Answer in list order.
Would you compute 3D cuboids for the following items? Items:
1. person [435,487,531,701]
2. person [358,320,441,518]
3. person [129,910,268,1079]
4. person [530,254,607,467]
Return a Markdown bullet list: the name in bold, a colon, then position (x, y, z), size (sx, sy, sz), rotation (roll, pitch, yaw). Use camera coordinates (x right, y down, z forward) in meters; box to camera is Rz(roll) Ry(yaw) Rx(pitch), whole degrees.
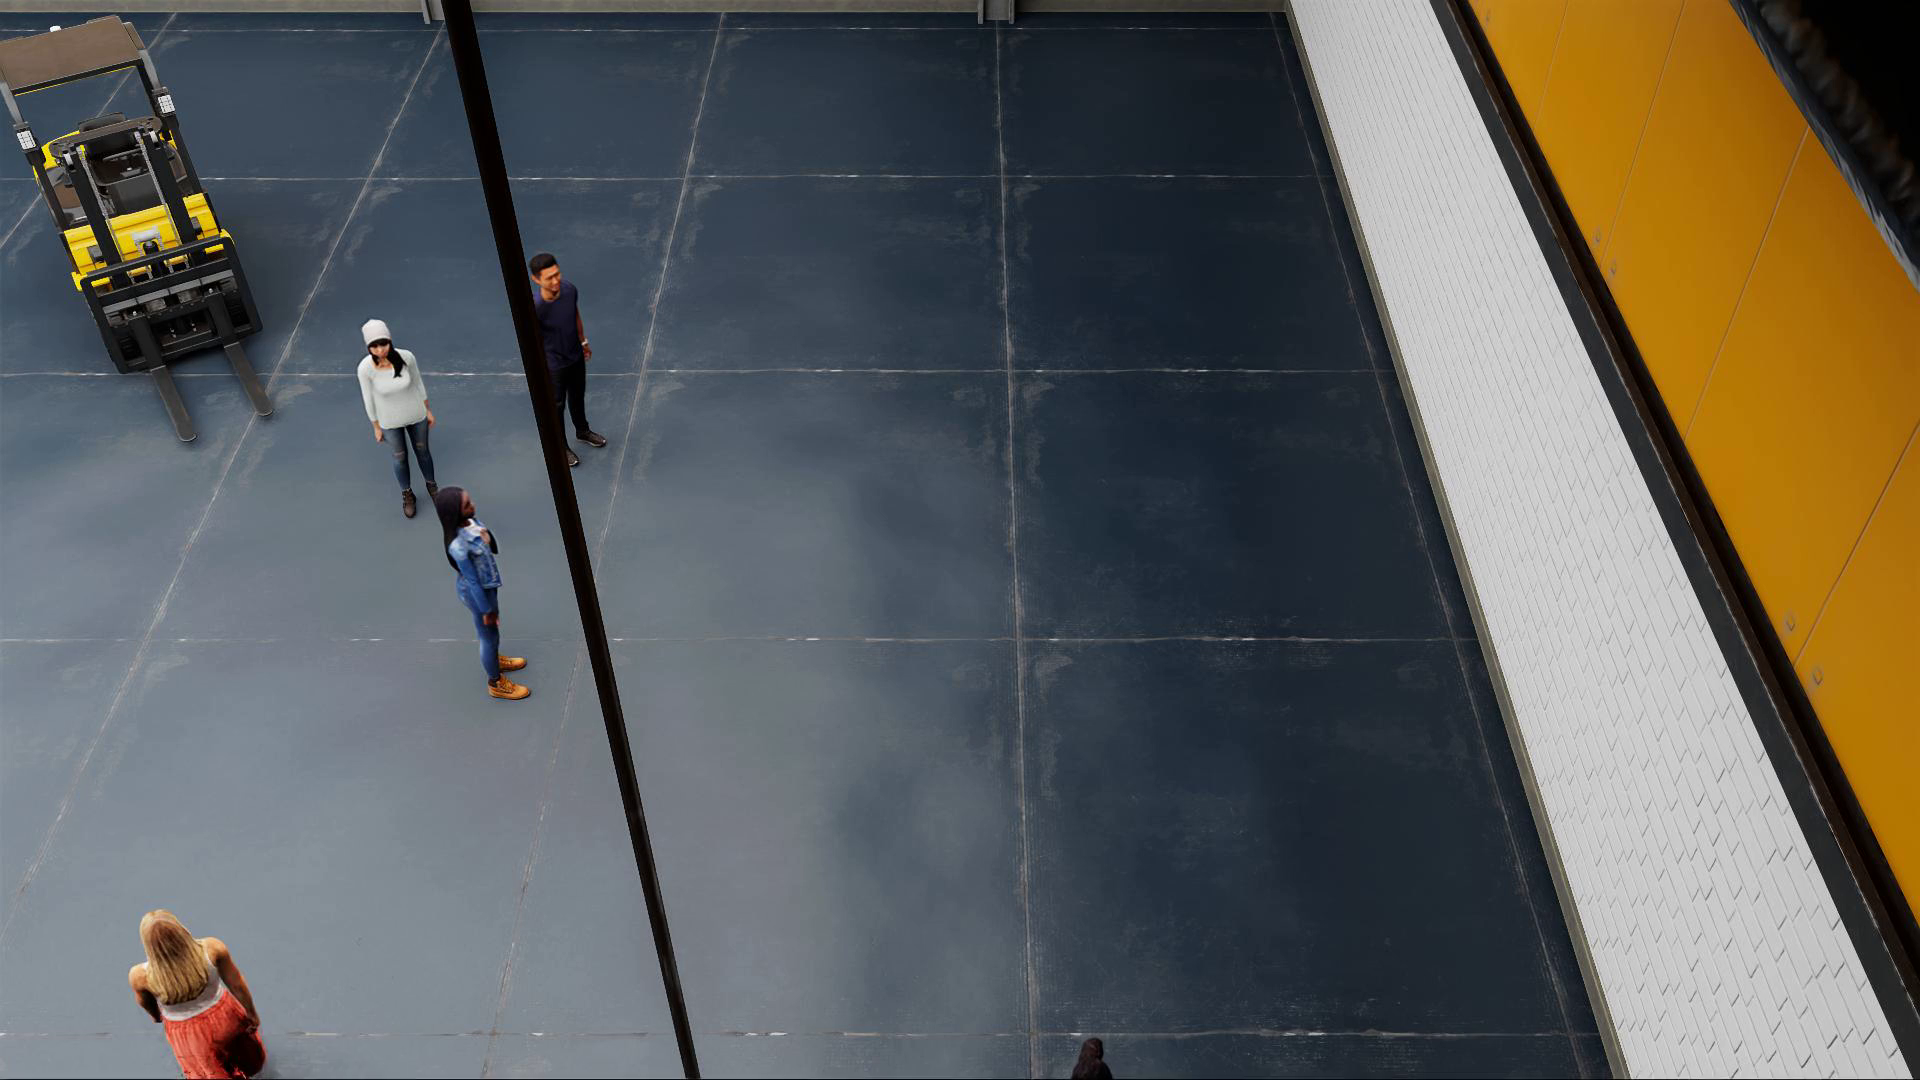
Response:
- **person**: position (-3.060, 0.322, 10.573), size (0.592, 1.713, 0.647), rotation (-10, 44, -10)
- **person**: position (-3.991, -0.883, 11.887), size (0.578, 1.644, 0.702), rotation (-21, 47, -21)
- **person**: position (-3.704, 2.513, 8.245), size (1.295, 1.750, 1.169), rotation (-23, 48, -22)
- **person**: position (-2.947, -1.366, 12.287), size (0.732, 1.791, 0.716), rotation (27, 50, 26)
